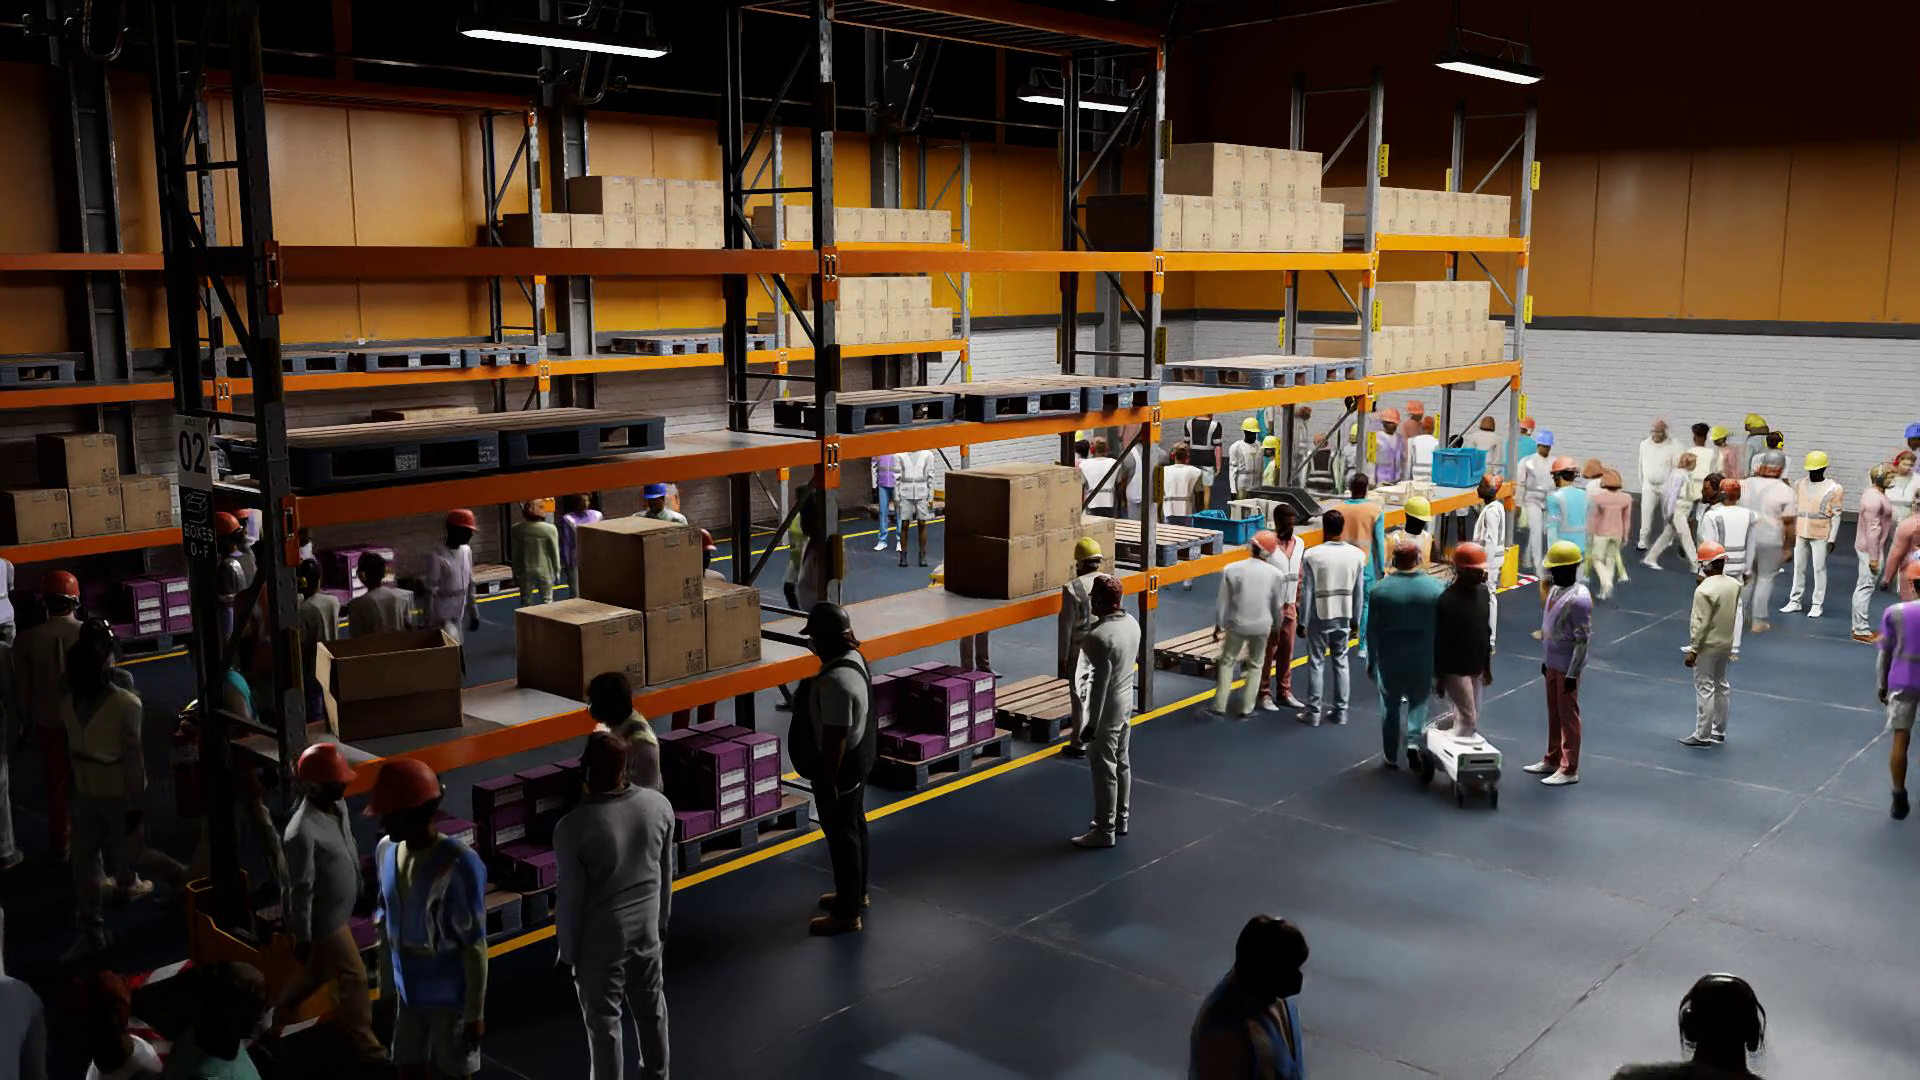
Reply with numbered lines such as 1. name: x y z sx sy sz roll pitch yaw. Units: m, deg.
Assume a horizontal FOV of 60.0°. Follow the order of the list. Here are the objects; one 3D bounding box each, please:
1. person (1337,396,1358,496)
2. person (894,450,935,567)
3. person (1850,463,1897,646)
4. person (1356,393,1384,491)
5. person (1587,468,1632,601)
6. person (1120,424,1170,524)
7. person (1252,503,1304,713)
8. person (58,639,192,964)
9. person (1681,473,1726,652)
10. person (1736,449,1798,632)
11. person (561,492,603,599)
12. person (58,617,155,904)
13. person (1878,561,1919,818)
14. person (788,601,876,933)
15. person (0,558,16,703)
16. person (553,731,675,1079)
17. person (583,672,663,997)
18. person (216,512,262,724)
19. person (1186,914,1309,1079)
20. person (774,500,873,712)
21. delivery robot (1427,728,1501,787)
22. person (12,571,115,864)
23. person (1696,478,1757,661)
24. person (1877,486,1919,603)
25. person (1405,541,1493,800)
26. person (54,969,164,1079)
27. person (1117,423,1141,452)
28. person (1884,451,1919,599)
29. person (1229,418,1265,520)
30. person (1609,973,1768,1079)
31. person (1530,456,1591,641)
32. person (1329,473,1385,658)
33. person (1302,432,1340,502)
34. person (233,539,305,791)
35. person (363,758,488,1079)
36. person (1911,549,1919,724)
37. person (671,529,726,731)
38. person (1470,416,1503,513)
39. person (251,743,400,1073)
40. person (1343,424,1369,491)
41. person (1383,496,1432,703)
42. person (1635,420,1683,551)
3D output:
1. person: 6.469 -1.475 27.602 0.329 1.872 0.507 -4 10 -25
2. person: -0.606 -0.590 22.158 0.546 1.933 0.381 -1 10 -4
3. person: 9.748 0.141 17.748 0.373 1.940 0.628 5 11 27
4. person: 6.849 -1.552 28.030 0.607 1.881 0.911 9 13 42
5. person: 7.736 -0.039 19.784 0.512 1.614 0.610 0 10 -1
6. person: 2.418 -0.544 21.536 0.677 2.000 0.536 4 10 22
7. person: 2.880 0.605 15.080 0.593 1.909 0.407 -6 11 -34
8. person: -5.016 1.486 9.894 0.587 1.885 0.833 3 10 16
9. person: 7.715 0.268 17.052 0.392 1.920 0.589 2 10 9
10. person: 8.882 -0.005 18.317 0.543 2.000 0.703 -6 11 -31
11. person: -4.084 0.246 18.044 0.521 1.630 0.314 -8 13 -41
12. person: -5.422 1.397 10.558 0.501 1.839 0.348 2 10 11
13. person: 7.151 1.063 12.387 0.559 1.883 0.983 6 11 33
14. person: -0.786 1.356 10.188 0.536 2.000 0.683 1 10 4
15. person: -8.722 0.727 14.968 0.317 1.695 0.540 2 10 10
16. person: -1.632 1.827 7.773 0.401 1.910 0.642 9 13 43
17. person: -1.887 1.622 9.259 0.467 1.830 0.644 -5 11 -26
18. person: -5.987 0.776 13.694 0.405 2.035 0.601 -1 10 -9
19. person: 1.021 2.189 5.908 0.432 1.821 0.649 5 11 29
20. person: -1.235 0.581 15.151 0.922 1.935 0.609 -4 10 -21
21. delivery robot: 3.855 1.624 12.738 0.477 0.478 0.707 -1 10 -6
22. person: -6.040 1.195 11.289 0.623 1.992 0.396 -4 10 -25
23. person: 7.776 0.308 16.910 0.585 1.883 0.344 -2 10 -9
24. person: 9.404 0.403 16.367 0.634 1.879 0.599 -3 10 -18
25. person: 3.790 0.959 12.765 0.619 1.971 0.764 -9 13 -43
26. person: -2.663 2.255 5.464 1.019 1.835 0.586 -8 12 -40
27. person: 3.143 -1.979 30.495 0.639 1.911 0.406 -6 11 -31
28. person: 11.318 -0.183 20.111 0.690 1.785 0.928 0 10 1
29. person: 4.013 -0.753 23.164 0.584 1.918 0.399 -5 11 -28
30. person: 2.304 2.252 5.196 0.633 1.915 0.676 3 10 19
31. person: 6.419 0.116 17.678 0.614 2.002 0.678 -4 10 -21
32. person: 4.051 0.269 17.098 0.671 1.902 0.448 7 12 35
33. person: 5.220 -0.766 24.095 0.533 1.612 0.647 2 10 12
34. person: -5.270 0.950 12.833 0.602 1.967 0.368 -9 13 -42
35. person: -2.244 1.896 6.998 0.621 2.034 0.415 6 11 32
36. person: 8.720 0.667 14.710 0.725 1.907 0.560 -9 13 -43
37. person: -2.059 0.892 13.088 0.373 1.997 0.609 8 13 41
38. person: 8.422 -1.183 26.610 0.517 1.614 0.566 5 11 29
39. person: -3.216 1.833 8.307 0.815 1.725 0.564 -1 10 -5
40. person: 5.729 -0.812 24.018 0.288 1.746 0.487 -5 11 -29
41. person: 4.169 0.540 15.425 0.585 1.919 0.374 -7 12 -35
42. person: 9.935 -0.786 23.603 0.651 1.848 1.031 8 12 40
